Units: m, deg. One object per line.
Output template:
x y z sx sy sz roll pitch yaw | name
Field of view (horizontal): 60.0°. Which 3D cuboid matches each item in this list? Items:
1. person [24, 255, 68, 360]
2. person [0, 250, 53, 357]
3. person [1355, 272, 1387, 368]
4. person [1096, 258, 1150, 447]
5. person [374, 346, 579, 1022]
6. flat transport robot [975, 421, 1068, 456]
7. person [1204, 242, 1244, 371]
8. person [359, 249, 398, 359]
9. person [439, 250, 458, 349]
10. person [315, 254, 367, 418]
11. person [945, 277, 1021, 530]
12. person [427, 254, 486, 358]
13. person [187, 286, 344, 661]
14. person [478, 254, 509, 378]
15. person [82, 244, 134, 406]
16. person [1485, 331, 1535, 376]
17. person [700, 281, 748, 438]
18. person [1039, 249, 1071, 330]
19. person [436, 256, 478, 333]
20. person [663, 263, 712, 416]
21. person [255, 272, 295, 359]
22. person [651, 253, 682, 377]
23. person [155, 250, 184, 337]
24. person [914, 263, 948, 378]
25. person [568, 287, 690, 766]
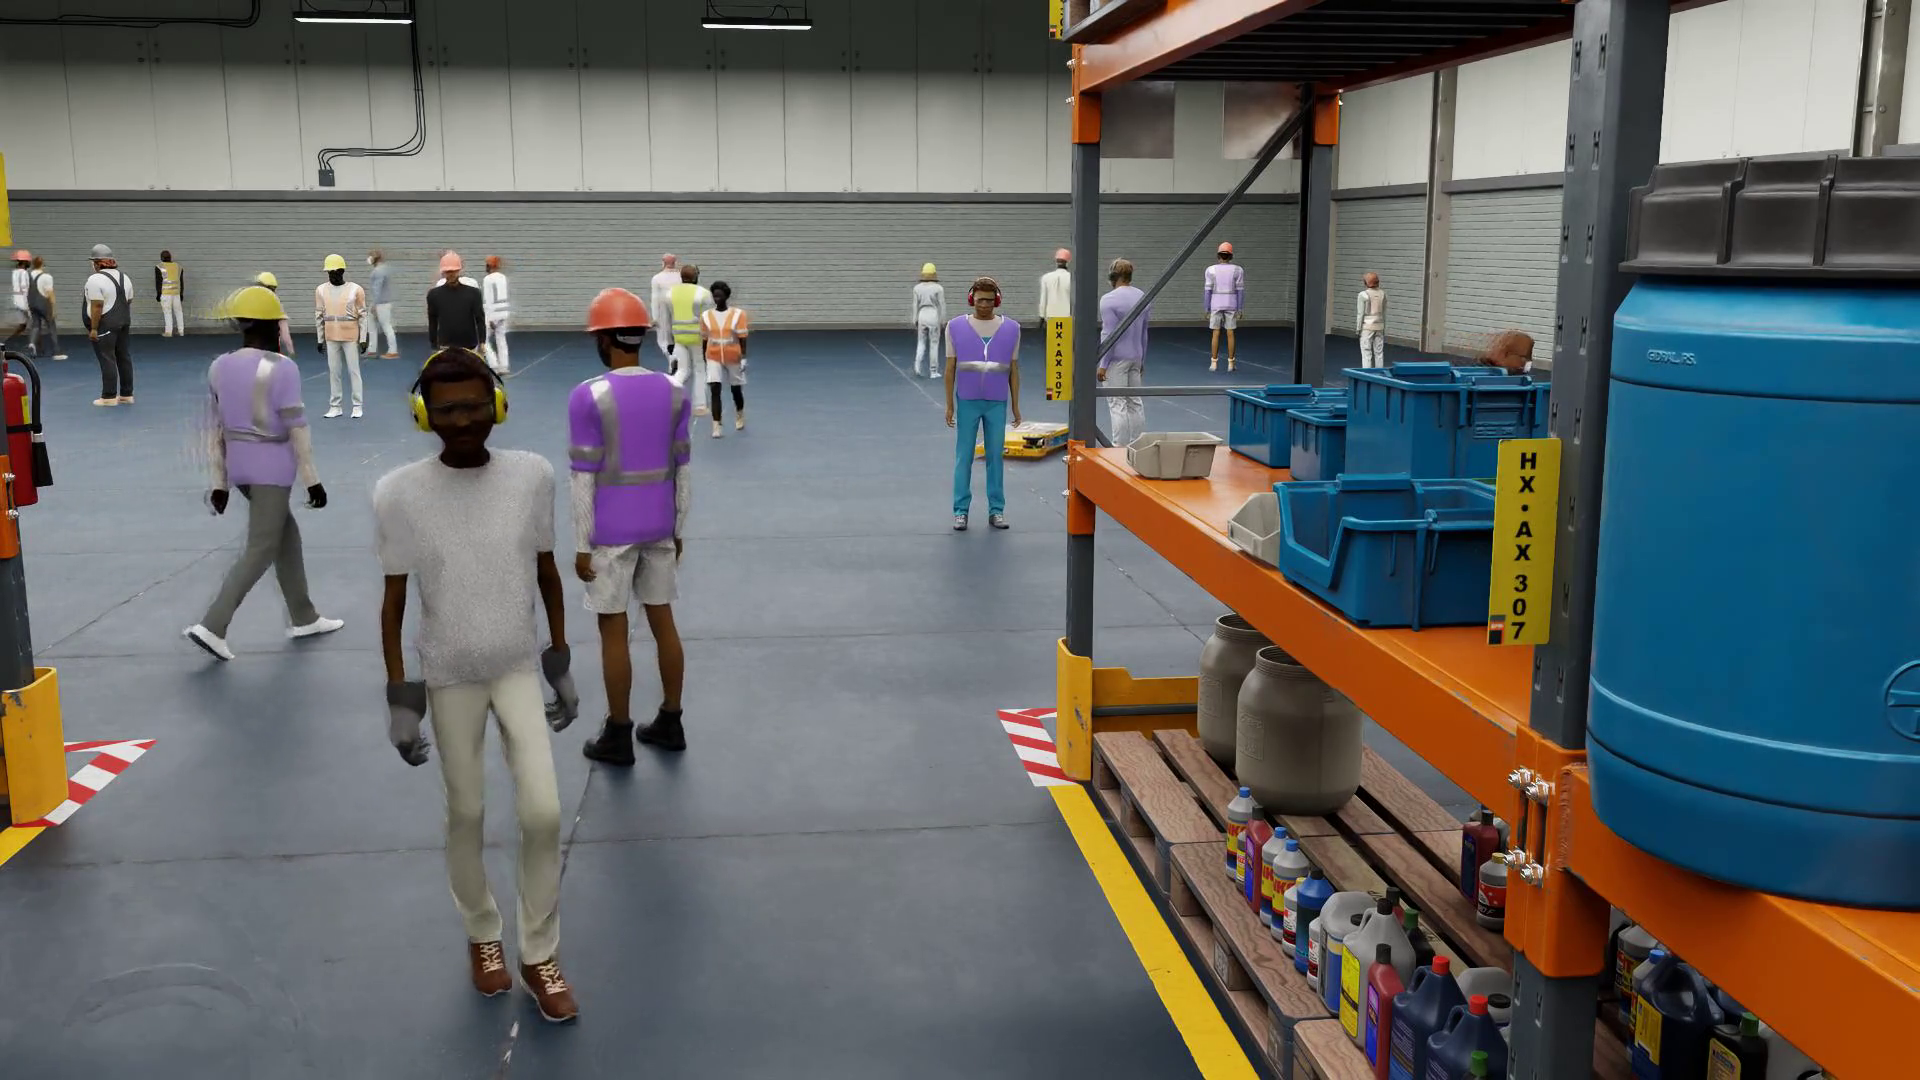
-15.837 -3.991 28.643 0.555 1.822 0.660 1 10 5 | person
-16.542 -4.136 29.239 0.558 1.911 0.855 8 13 37 | person
5.805 -2.958 23.498 0.514 1.636 0.315 -5 11 -26 | person
1.515 -1.650 15.505 0.634 1.935 0.350 -10 14 -44 | person
-1.275 0.403 4.513 0.546 1.835 0.714 -5 12 -27 | person
0.708 -1.024 16.639 0.652 0.197 1.431 4 11 21 | flat transport robot
4.202 -3.710 26.505 0.615 2.042 0.372 1 10 6 | person
-10.231 -4.104 29.020 0.794 1.912 0.647 -4 11 -23 | person
-9.602 -4.570 31.669 0.800 1.874 0.671 -4 11 -23 | person
-7.291 -2.391 19.593 0.594 1.924 0.382 0 10 2 | person
0.165 -0.994 12.176 0.563 1.837 0.389 -2 10 -10 | person
-5.566 -2.186 18.436 0.608 1.943 1.030 -3 11 -18 | person
-3.624 -0.351 8.532 0.585 1.891 0.937 6 12 31 | person
-7.070 -3.381 25.186 0.501 1.866 0.582 4 11 20 | person
-10.857 -2.729 21.132 0.539 2.000 0.689 2 11 10 | person
3.057 -0.450 9.873 0.771 1.600 0.516 9 14 42 | person
-2.521 -1.954 17.886 0.528 1.673 0.745 0 10 1 | person
1.549 -3.332 24.710 0.654 1.934 1.037 5 11 26 | person
-7.031 -3.054 23.437 0.580 1.856 0.836 -2 10 -9 | person
-3.214 -2.358 19.702 0.631 1.825 0.650 4 11 22 | person
-8.179 -2.298 19.662 0.538 1.710 0.944 5 11 25 | person
-4.358 -3.389 25.174 0.650 1.888 0.664 -7 13 -34 | person
-16.948 -5.275 35.642 0.429 1.839 0.634 6 12 31 | person
-0.442 -3.321 25.213 0.507 1.741 0.348 5 11 25 | person
-1.356 -0.054 6.773 0.548 1.929 0.373 -10 14 -43 | person
